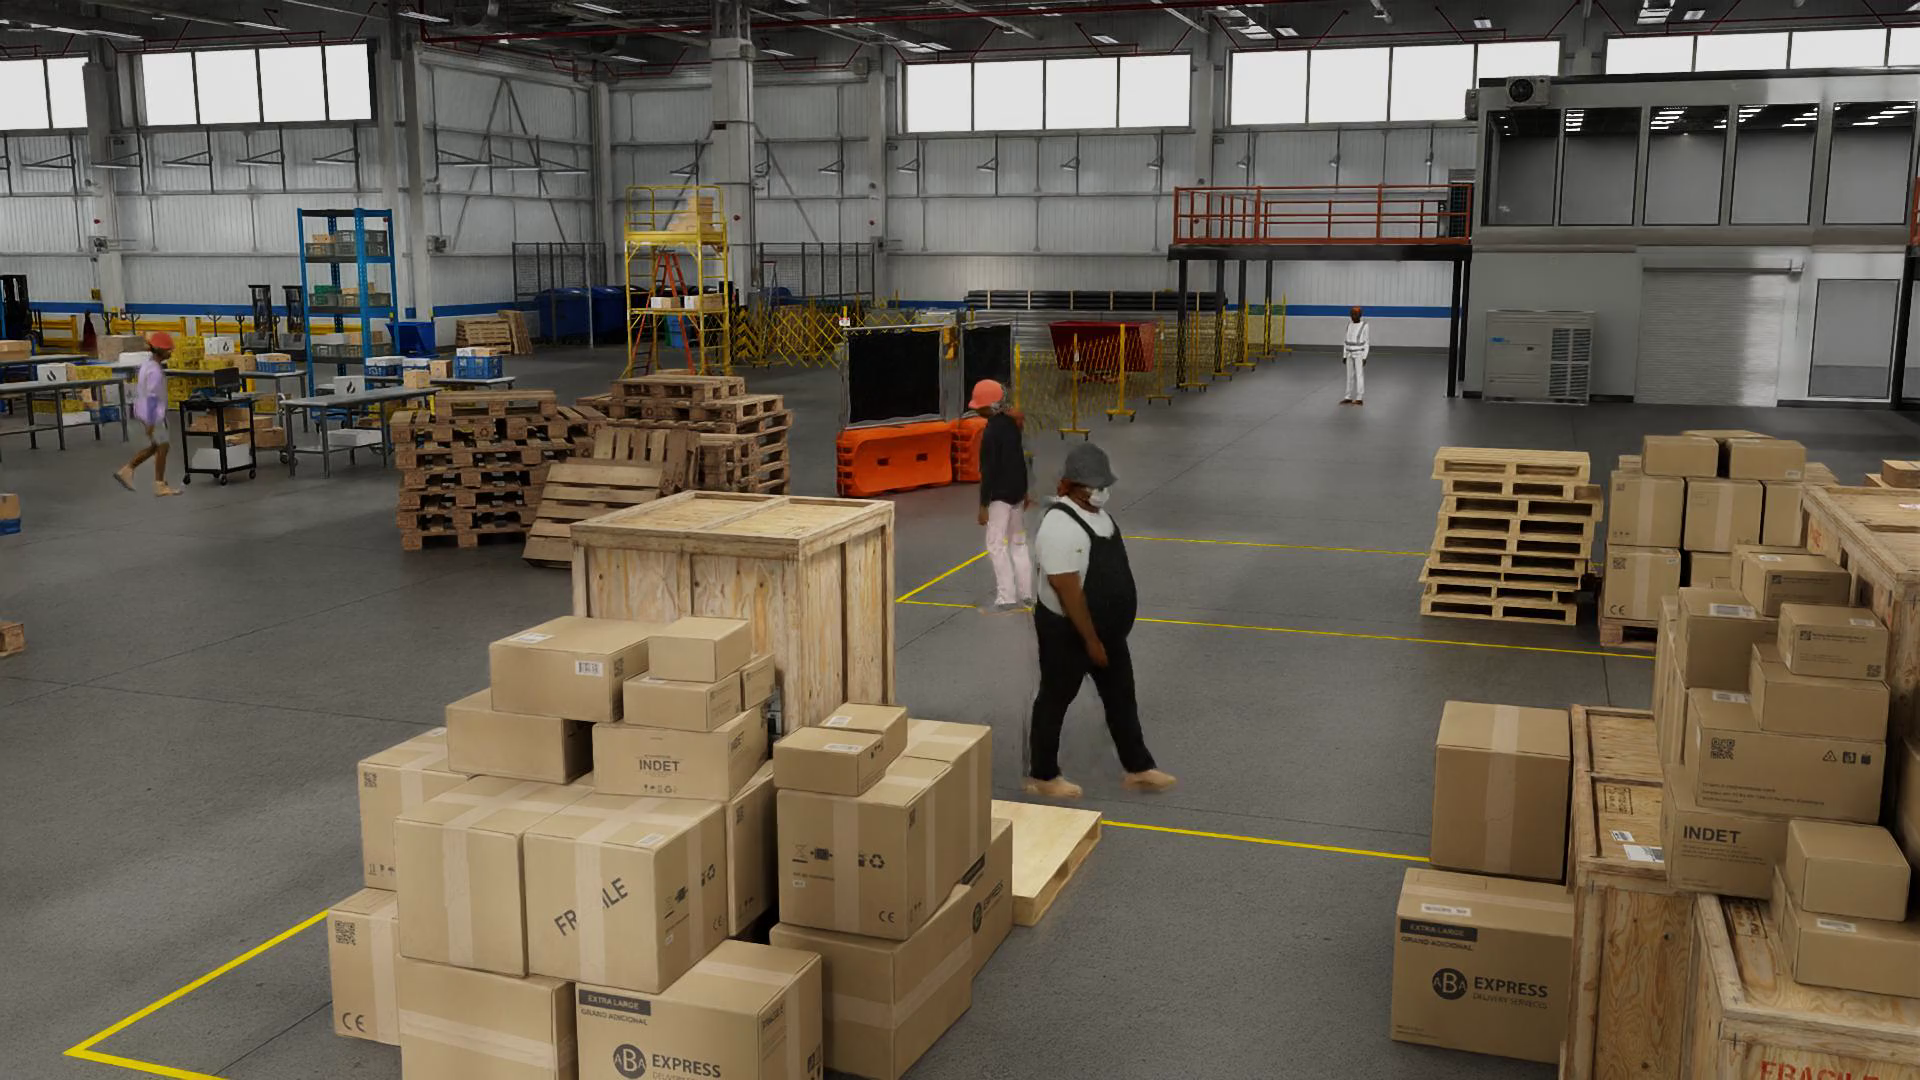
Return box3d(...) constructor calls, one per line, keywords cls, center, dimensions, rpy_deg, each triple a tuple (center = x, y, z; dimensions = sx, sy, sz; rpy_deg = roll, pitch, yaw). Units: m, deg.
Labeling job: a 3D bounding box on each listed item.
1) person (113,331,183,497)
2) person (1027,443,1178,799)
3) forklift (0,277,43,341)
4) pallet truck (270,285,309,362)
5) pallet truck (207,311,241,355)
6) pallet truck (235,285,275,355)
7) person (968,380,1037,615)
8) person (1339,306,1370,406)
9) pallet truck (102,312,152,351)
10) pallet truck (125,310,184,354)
box3d(cls="person", center=(-9.752, -1.502, 20.005), dimensions=(0.736, 2.009, 0.635), rpy_deg=(-7, 12, -33))
box3d(cls="person", center=(0.737, 0.444, 8.937), dimensions=(0.899, 2.000, 0.682), rpy_deg=(6, 12, 30))
box3d(cls="forklift", center=(-27.151, -6.329, 46.328), dimensions=(1.157, 1.987, 2.680), rpy_deg=(3, 11, 17))
box3d(cls="pallet truck", center=(-17.147, -5.700, 43.663), dimensions=(0.823, 1.965, 1.885), rpy_deg=(3, 11, 17))
box3d(cls="pallet truck", center=(-19.537, -5.575, 44.913), dimensions=(0.653, 1.274, 1.630), rpy_deg=(3, 11, 19))
box3d(cls="pallet truck", center=(-18.327, -5.835, 44.421), dimensions=(0.823, 1.965, 1.885), rpy_deg=(4, 11, 23))
box3d(cls="person", center=(0.377, -0.360, 13.746), dimensions=(0.464, 1.947, 0.786), rpy_deg=(5, 11, 24))
box3d(cls="person", center=(7.478, -3.480, 31.473), dimensions=(0.355, 1.887, 0.573), rpy_deg=(-7, 12, -35))
box3d(cls="pallet truck", center=(-23.057, -5.777, 46.261), dimensions=(0.680, 1.201, 1.601), rpy_deg=(3, 11, 19))
box3d(cls="pallet truck", center=(-22.038, -5.665, 45.457), dimensions=(0.704, 1.261, 1.522), rpy_deg=(3, 11, 17))
